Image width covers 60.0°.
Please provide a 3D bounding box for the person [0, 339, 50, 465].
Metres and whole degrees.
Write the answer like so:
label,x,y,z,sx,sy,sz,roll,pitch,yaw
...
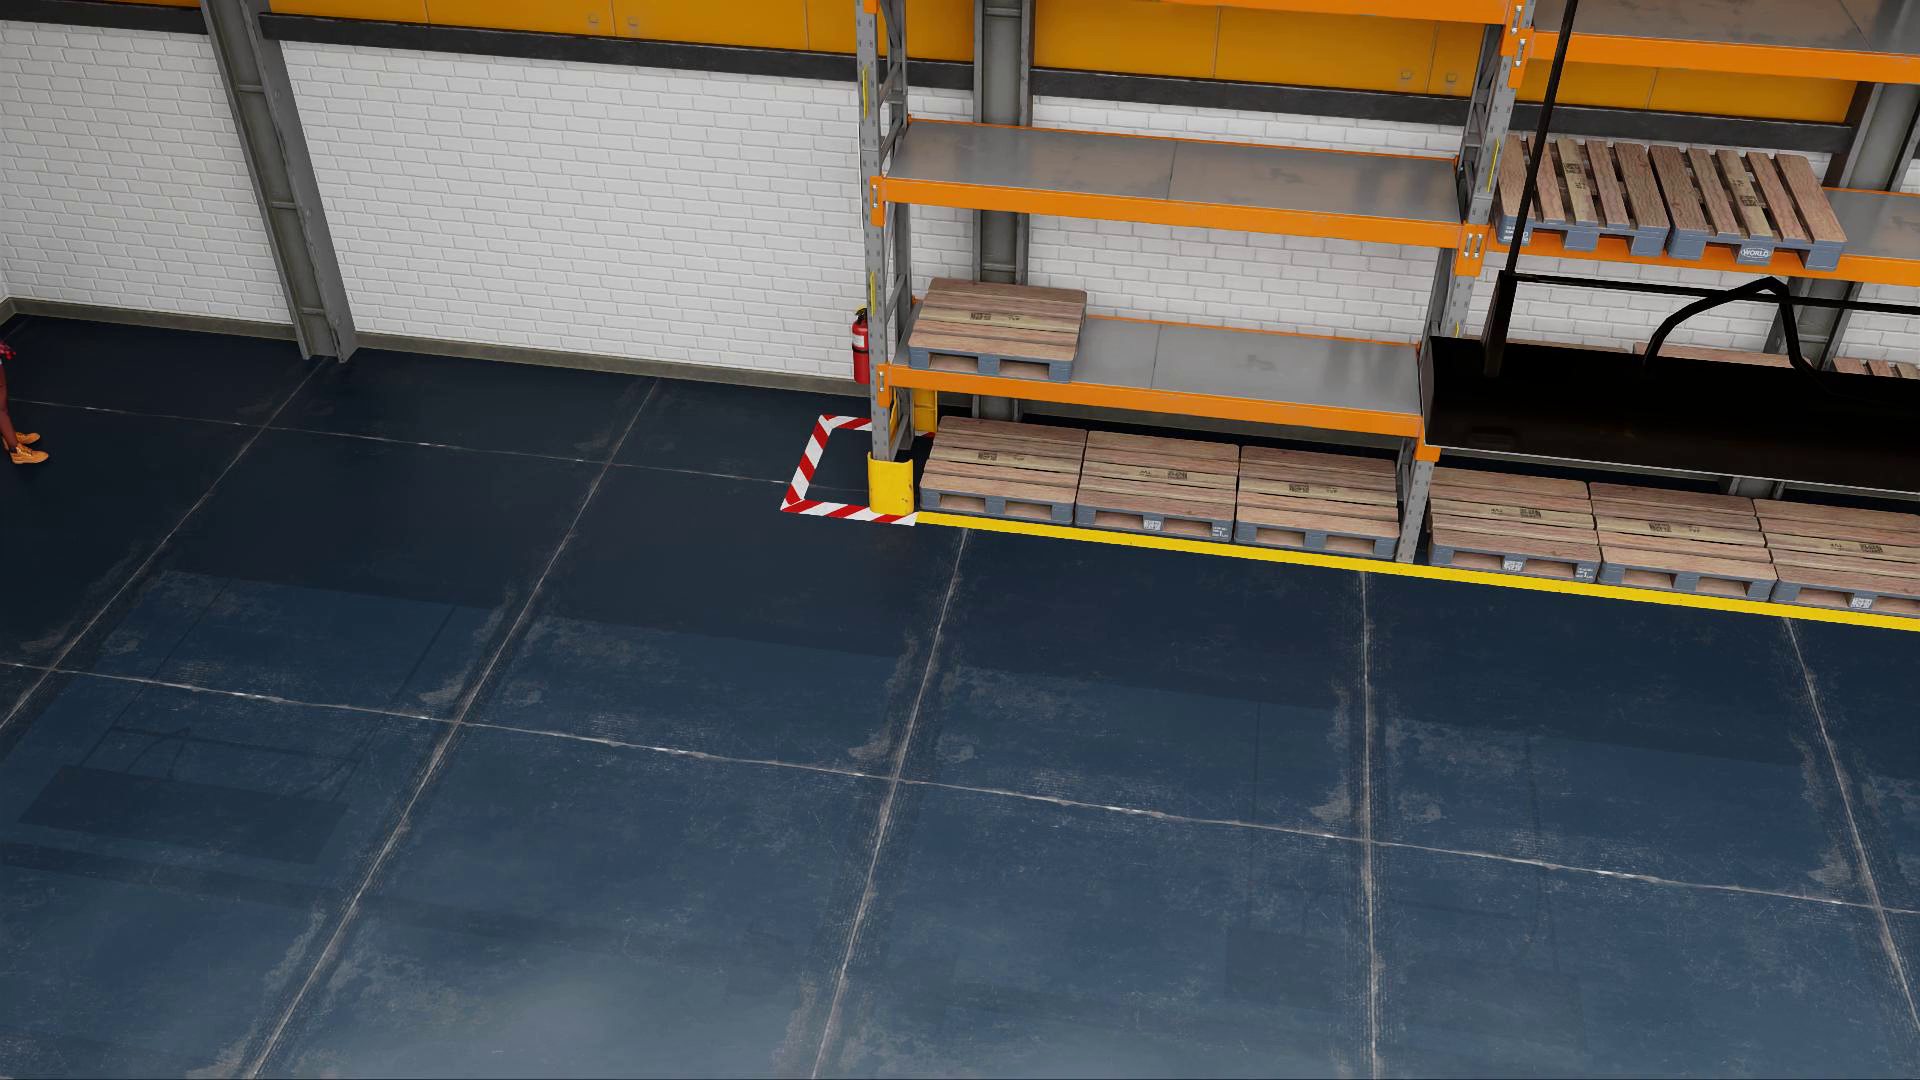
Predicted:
label,x,y,z,sx,sy,sz,roll,pitch,yaw
person,-7.646,-1.393,13.039,0.777,1.728,0.726,-20,43,-24
